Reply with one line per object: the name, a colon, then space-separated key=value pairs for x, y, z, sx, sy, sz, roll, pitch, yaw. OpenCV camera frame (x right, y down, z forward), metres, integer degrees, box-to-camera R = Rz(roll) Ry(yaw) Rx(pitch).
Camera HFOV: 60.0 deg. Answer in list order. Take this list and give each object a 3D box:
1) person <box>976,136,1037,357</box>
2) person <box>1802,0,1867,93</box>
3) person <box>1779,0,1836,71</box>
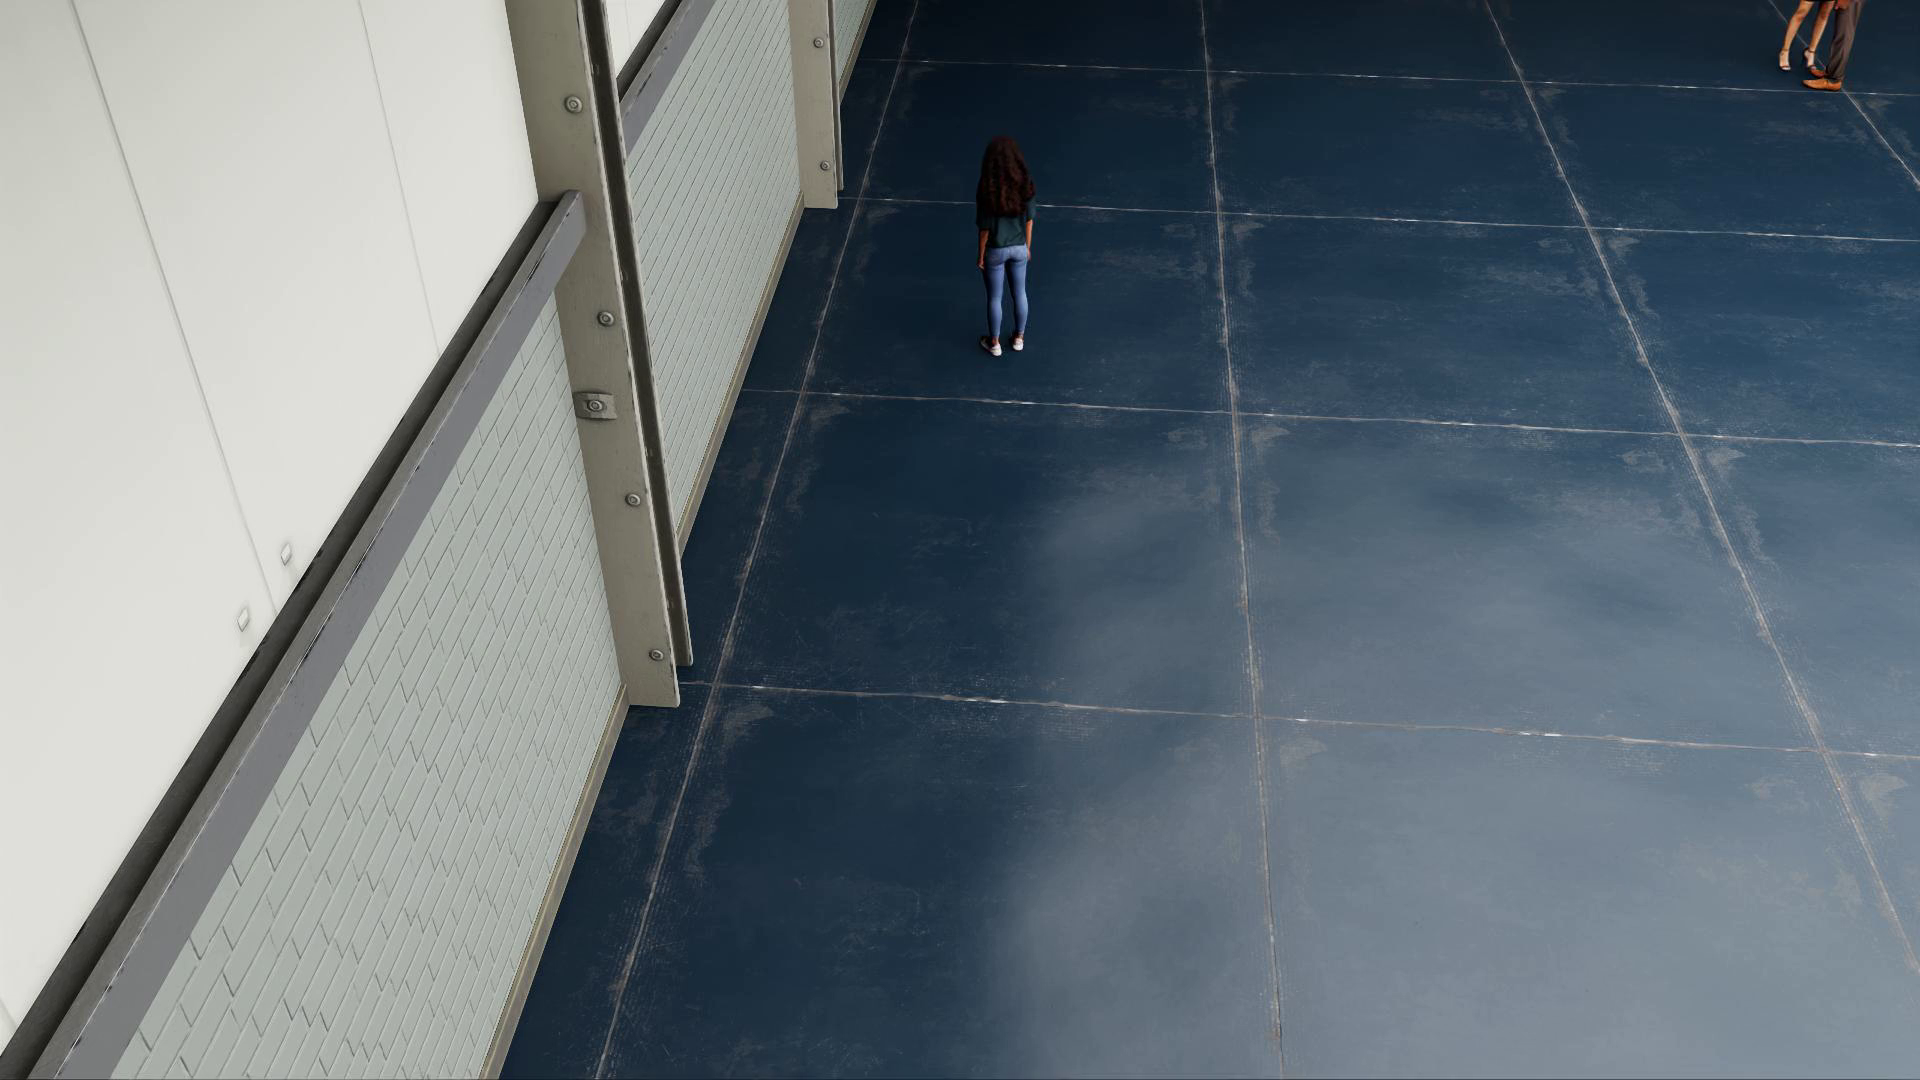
person: x=0.312 y=-2.044 z=11.615 sx=0.681 sy=1.616 sz=0.699 roll=-10 pitch=39 yaw=-12
person: x=8.253 y=-5.095 z=15.279 sx=0.848 sy=1.907 sz=0.722 roll=22 pitch=43 yaw=26
person: x=8.140 y=-5.305 z=15.642 sx=0.617 sy=1.791 sz=0.538 roll=-3 pitch=38 yaw=-4
